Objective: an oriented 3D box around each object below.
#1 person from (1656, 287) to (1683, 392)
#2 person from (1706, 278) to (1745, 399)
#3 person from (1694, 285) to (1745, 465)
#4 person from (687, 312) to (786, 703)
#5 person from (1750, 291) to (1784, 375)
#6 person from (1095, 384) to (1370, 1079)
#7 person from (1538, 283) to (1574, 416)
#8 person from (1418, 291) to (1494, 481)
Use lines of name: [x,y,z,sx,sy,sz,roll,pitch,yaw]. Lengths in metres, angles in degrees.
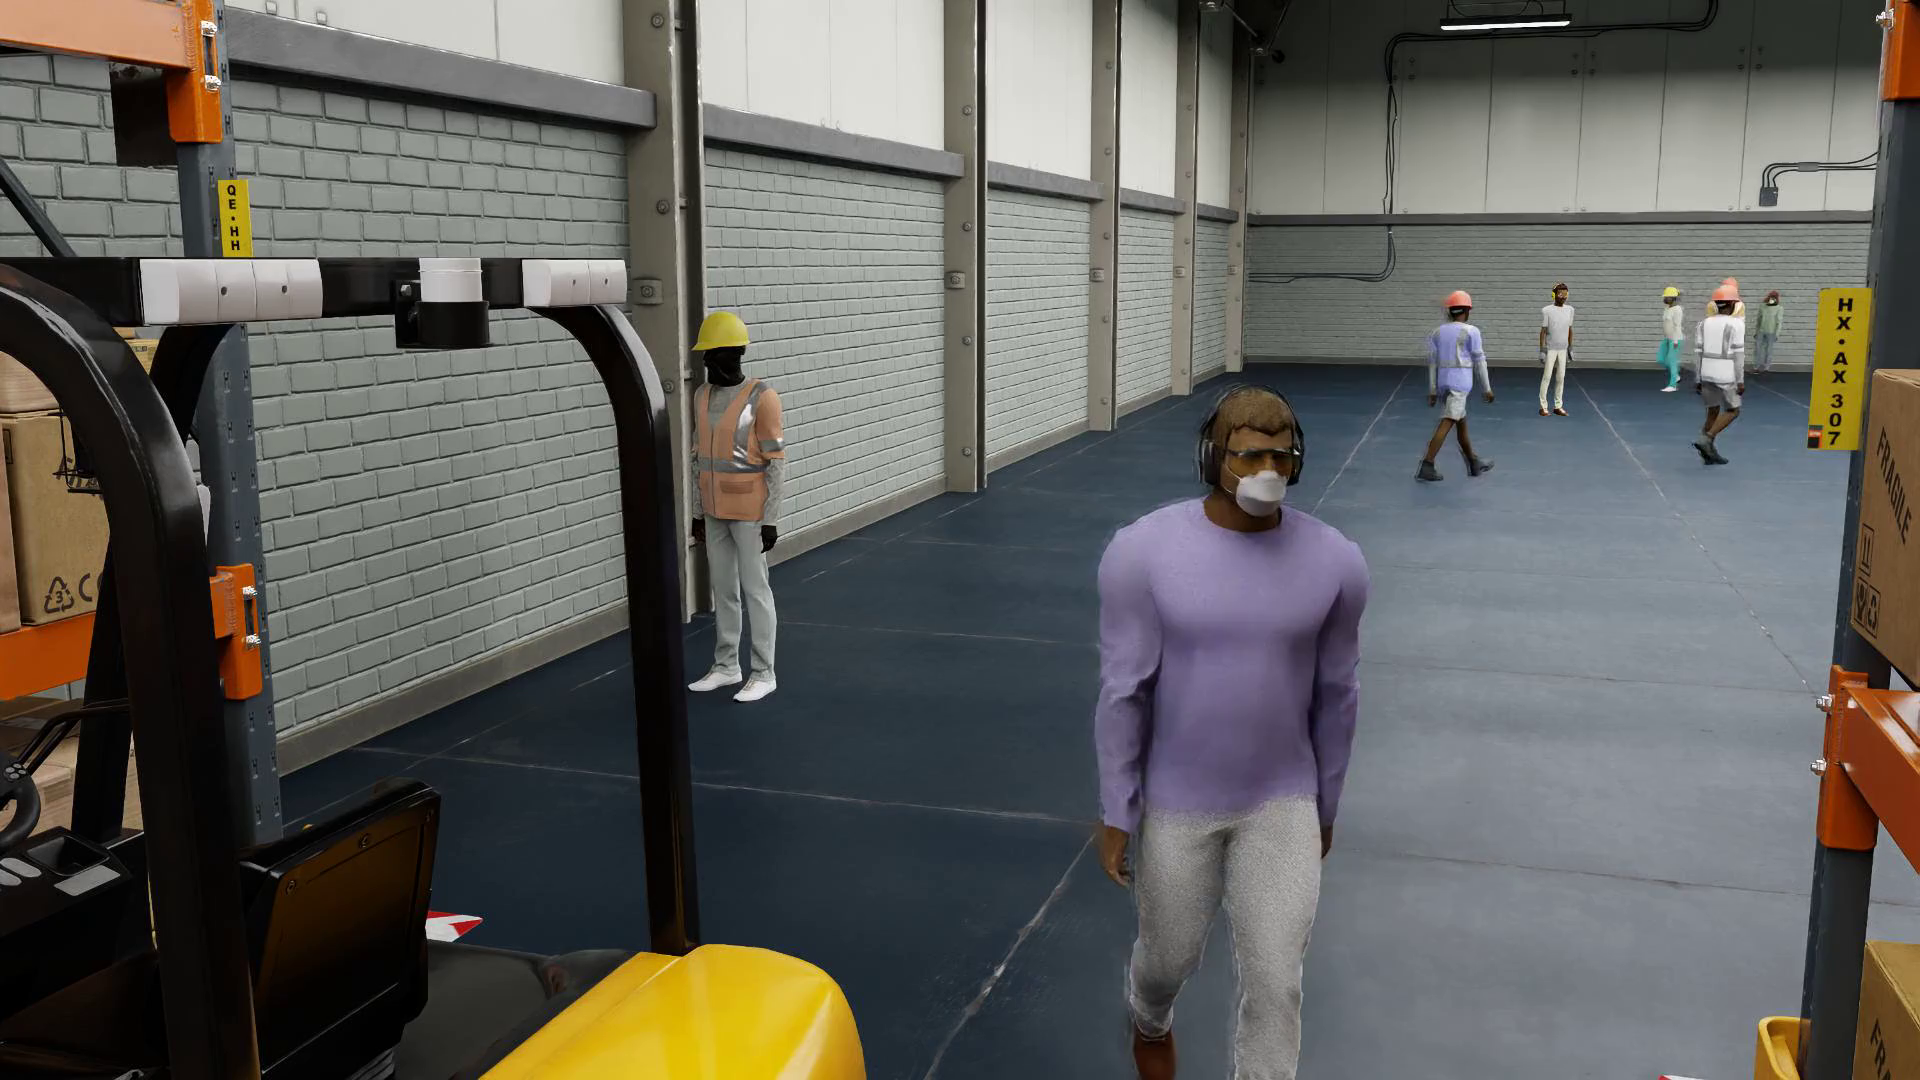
person: [11.810,-3.326,27.623,0.410,1.753,0.524,-1,10,-6]
person: [11.941,-3.114,25.928,0.565,1.887,0.964,2,10,10]
person: [8.023,-1.734,17.612,0.516,1.923,0.572,-5,11,-25]
person: [-1.129,-0.159,8.223,0.593,1.924,0.381,8,12,39]
person: [15.333,-3.919,31.561,0.439,1.608,0.534,-9,13,-42]
person: [0.614,0.578,3.894,0.630,1.912,0.827,0,10,-2]
person: [8.370,-2.663,23.341,0.509,1.863,0.311,-2,10,-13]
person: [4.950,-1.530,16.559,1.043,1.875,0.551,-5,11,-26]
